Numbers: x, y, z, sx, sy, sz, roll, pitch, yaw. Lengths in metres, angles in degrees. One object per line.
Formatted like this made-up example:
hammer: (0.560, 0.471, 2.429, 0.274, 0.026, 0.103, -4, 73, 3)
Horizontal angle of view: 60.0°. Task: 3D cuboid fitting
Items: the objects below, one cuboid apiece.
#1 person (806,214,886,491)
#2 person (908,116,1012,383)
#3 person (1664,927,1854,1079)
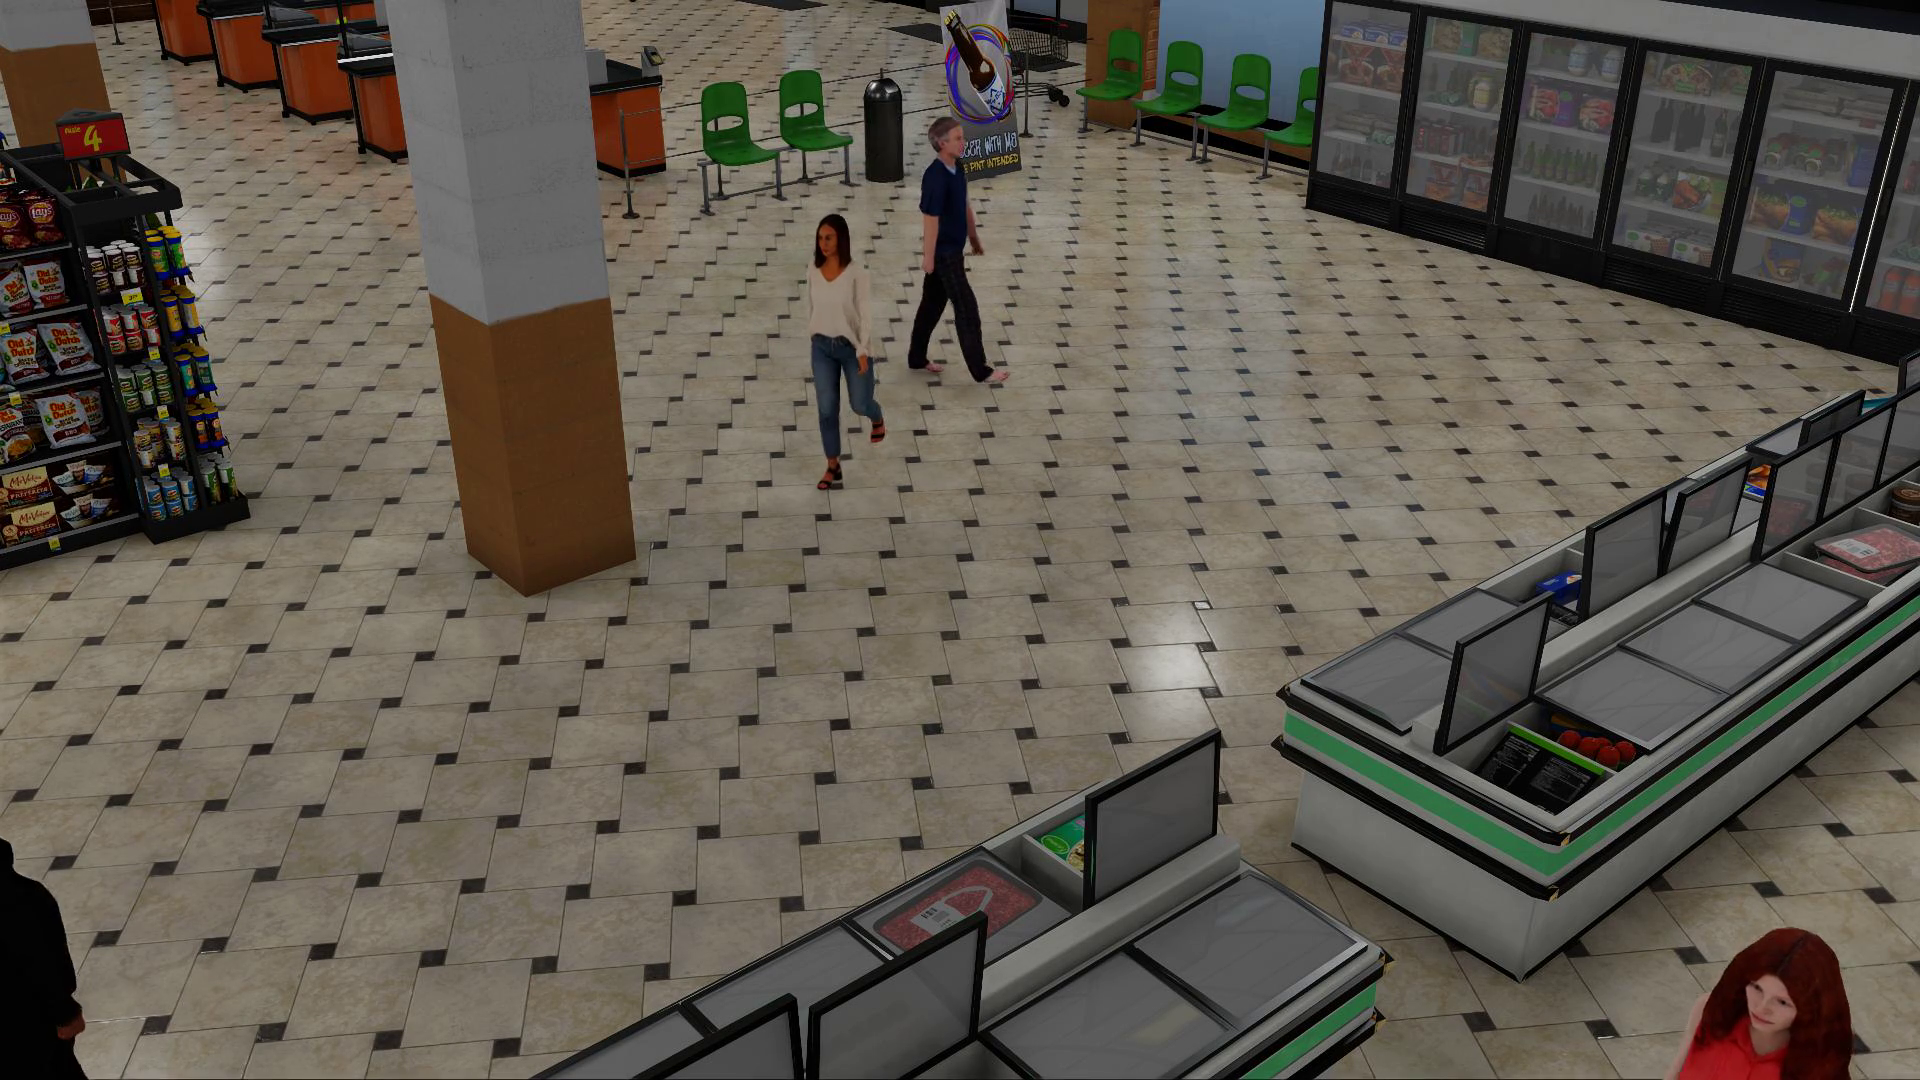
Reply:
person: (-0.672, -1.167, 10.117, 0.872, 1.663, 1.054, 12, 29, 22)
person: (-0.188, -2.003, 11.569, 1.088, 1.839, 1.092, 6, 27, 11)
person: (2.014, 1.691, 4.316, 0.695, 1.812, 0.626, -19, 32, -32)
